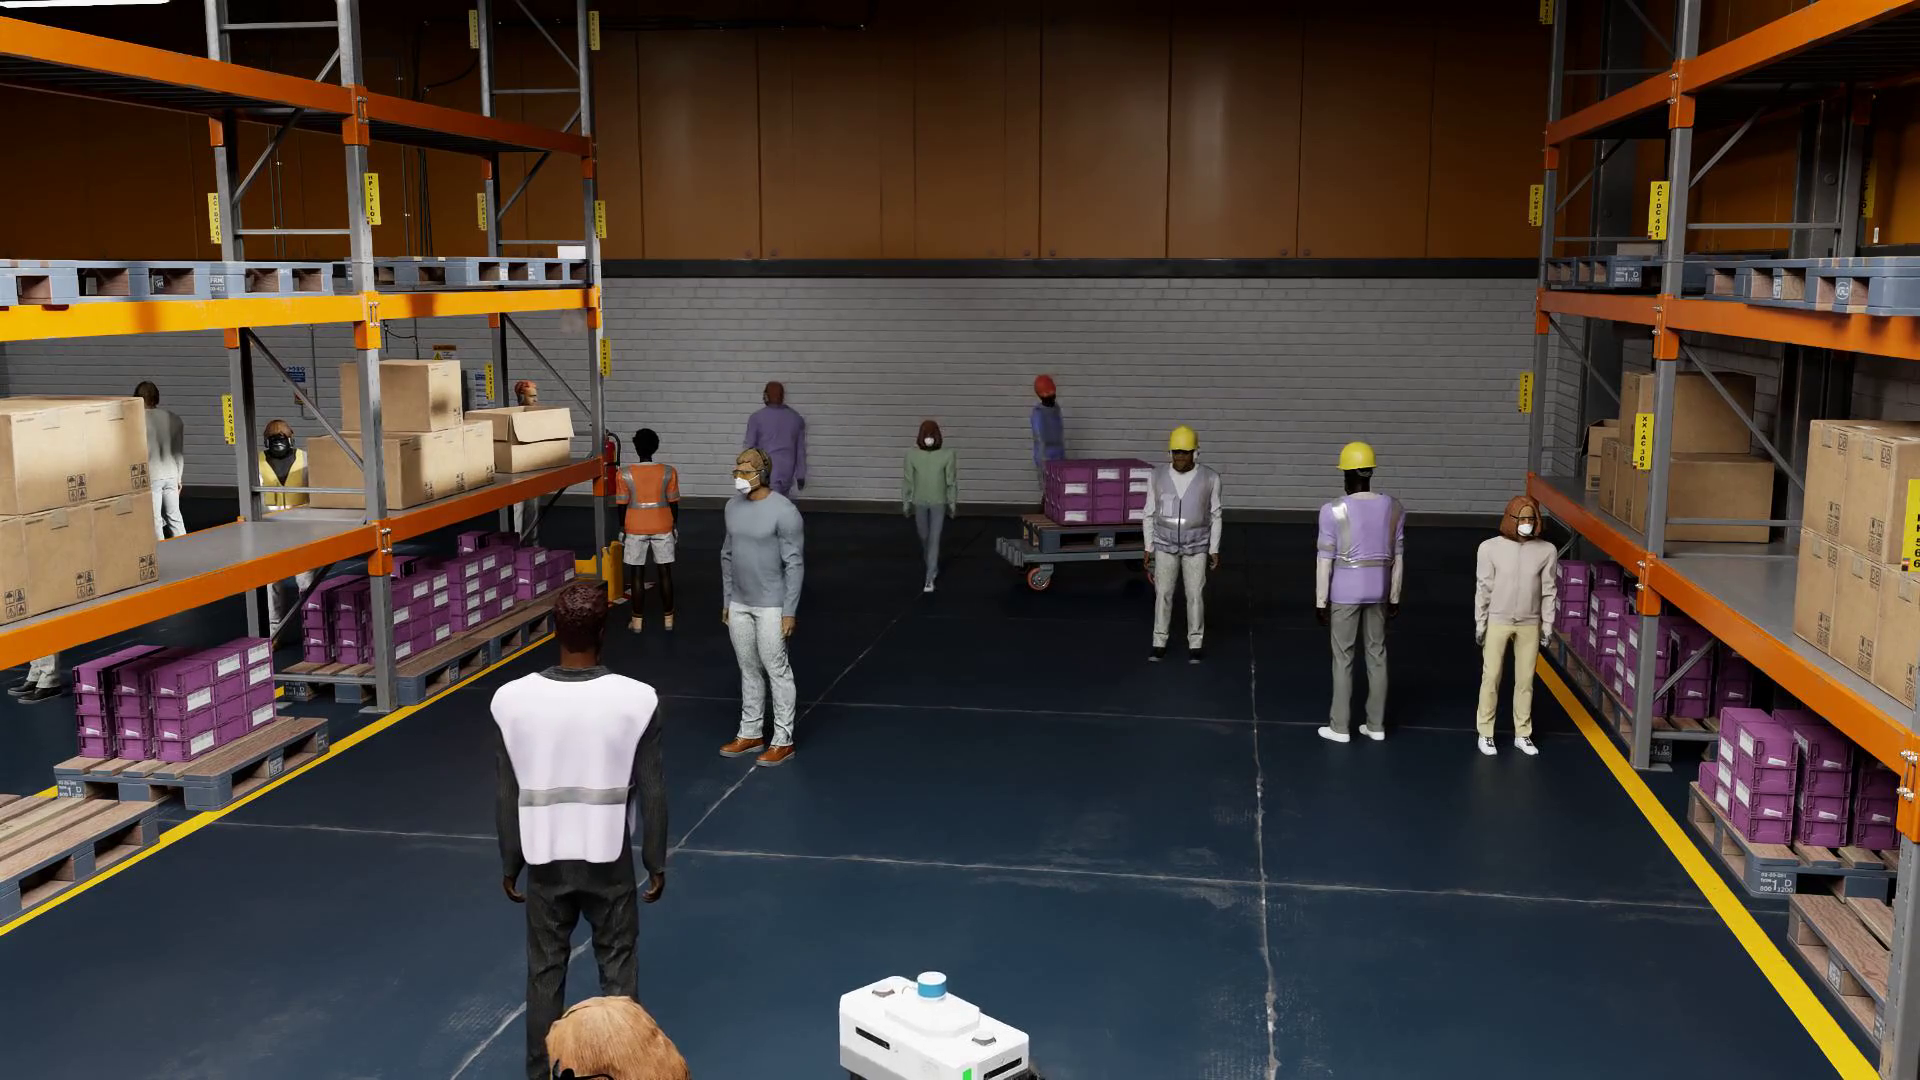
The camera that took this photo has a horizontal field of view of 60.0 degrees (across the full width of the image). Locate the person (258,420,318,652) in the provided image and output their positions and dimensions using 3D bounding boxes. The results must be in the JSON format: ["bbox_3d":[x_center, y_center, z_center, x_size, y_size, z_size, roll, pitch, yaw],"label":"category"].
[{"bbox_3d":[-5.309,-0.033,13.099,0.625,1.836,0.429,-4,10,-21],"label":"person"}]

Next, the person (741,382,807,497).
[{"bbox_3d":[-1.925,-0.699,17.153,0.657,1.852,1.015,-7,12,-38],"label":"person"}]

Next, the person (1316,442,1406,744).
[{"bbox_3d":[2.524,0.335,10.571,0.589,1.919,0.399,-2,9,-12],"label":"person"}]

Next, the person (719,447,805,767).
[{"bbox_3d":[-1.219,0.398,10.107,0.635,1.938,0.359,8,12,39],"label":"person"}]

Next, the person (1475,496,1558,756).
[{"bbox_3d":[3.422,0.530,10.267,0.493,1.625,0.281,1,9,4],"label":"person"}]

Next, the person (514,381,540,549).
[{"bbox_3d":[-4.439,-0.688,16.994,0.350,1.879,0.577,4,10,23],"label":"person"}]

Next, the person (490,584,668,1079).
[{"bbox_3d":[-1.324,1.109,5.834,0.593,1.909,0.408,-1,9,-5],"label":"person"}]

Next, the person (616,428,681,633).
[{"bbox_3d":[-2.581,-0.078,13.785,0.538,1.698,0.317,-3,10,-19],"label":"person"}]

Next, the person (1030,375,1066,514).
[{"bbox_3d":[0.977,-0.839,17.918,0.394,1.884,0.655,7,11,36],"label":"person"}]

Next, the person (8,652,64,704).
[{"bbox_3d":[-6.485,0.215,11.563,0.404,1.832,0.597,-7,12,-38],"label":"person"}]

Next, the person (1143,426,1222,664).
[{"bbox_3d":[1.686,0.038,12.663,0.601,1.827,0.403,2,9,14],"label":"person"}]

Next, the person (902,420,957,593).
[{"bbox_3d":[-0.281,-0.353,15.761,0.506,1.598,0.826,2,9,9],"label":"person"}]

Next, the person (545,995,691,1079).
[{"bbox_3d":[-0.642,1.669,3.242,0.295,1.623,0.506,-1,9,-5],"label":"person"}]

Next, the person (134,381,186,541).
[{"bbox_3d":[-7.744,-0.557,15.999,0.375,1.940,0.627,5,10,26],"label":"person"}]

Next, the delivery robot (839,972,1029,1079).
[{"bbox_3d":[-0.099,1.744,5.771,0.477,0.478,0.707,-9,12,-43],"label":"delivery robot"}]
